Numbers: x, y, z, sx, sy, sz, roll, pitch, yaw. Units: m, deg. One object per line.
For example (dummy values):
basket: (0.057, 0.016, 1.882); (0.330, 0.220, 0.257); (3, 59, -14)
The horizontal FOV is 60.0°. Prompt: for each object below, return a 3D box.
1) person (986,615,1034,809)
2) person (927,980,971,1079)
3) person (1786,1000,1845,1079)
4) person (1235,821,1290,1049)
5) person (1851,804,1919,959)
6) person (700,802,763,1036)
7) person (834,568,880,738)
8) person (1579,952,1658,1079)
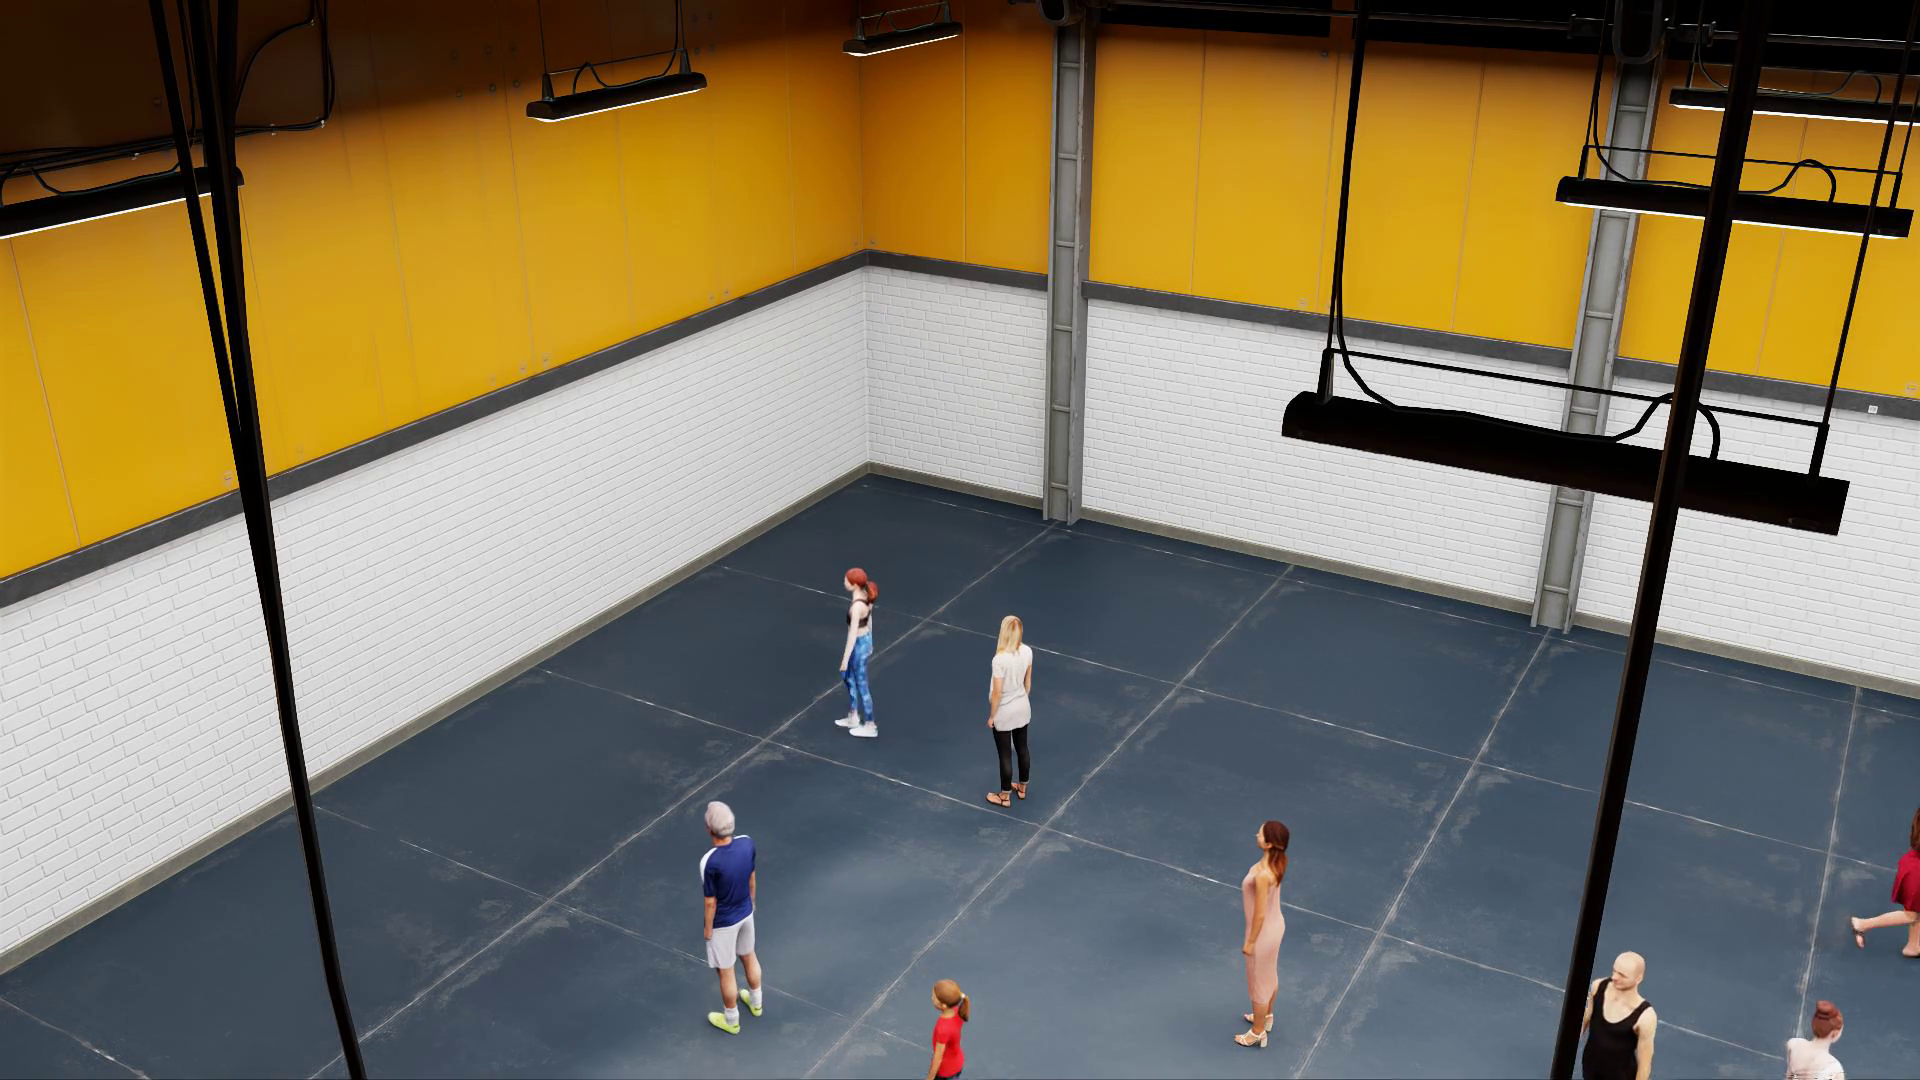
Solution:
person: (0.454, 1.499, 14.610); (0.672, 1.827, 0.645); (-18, 30, -36)
person: (-0.005, 3.431, 10.848); (0.727, 1.300, 0.600); (6, 24, 13)
person: (4.920, 3.577, 9.955); (1.097, 1.749, 1.082); (-7, 25, -16)
person: (2.151, 2.761, 11.717); (0.505, 1.831, 0.584); (12, 26, 26)
person: (7.217, 2.526, 12.620); (0.931, 1.538, 0.622); (8, 25, 18)
person: (-1.645, 2.684, 11.890); (0.592, 1.835, 0.669); (18, 30, 36)
person: (-0.867, 1.078, 15.637); (0.817, 1.777, 0.721); (5, 24, 11)
person: (4.153, 3.325, 10.472); (0.981, 1.796, 0.951); (-9, 25, -21)
